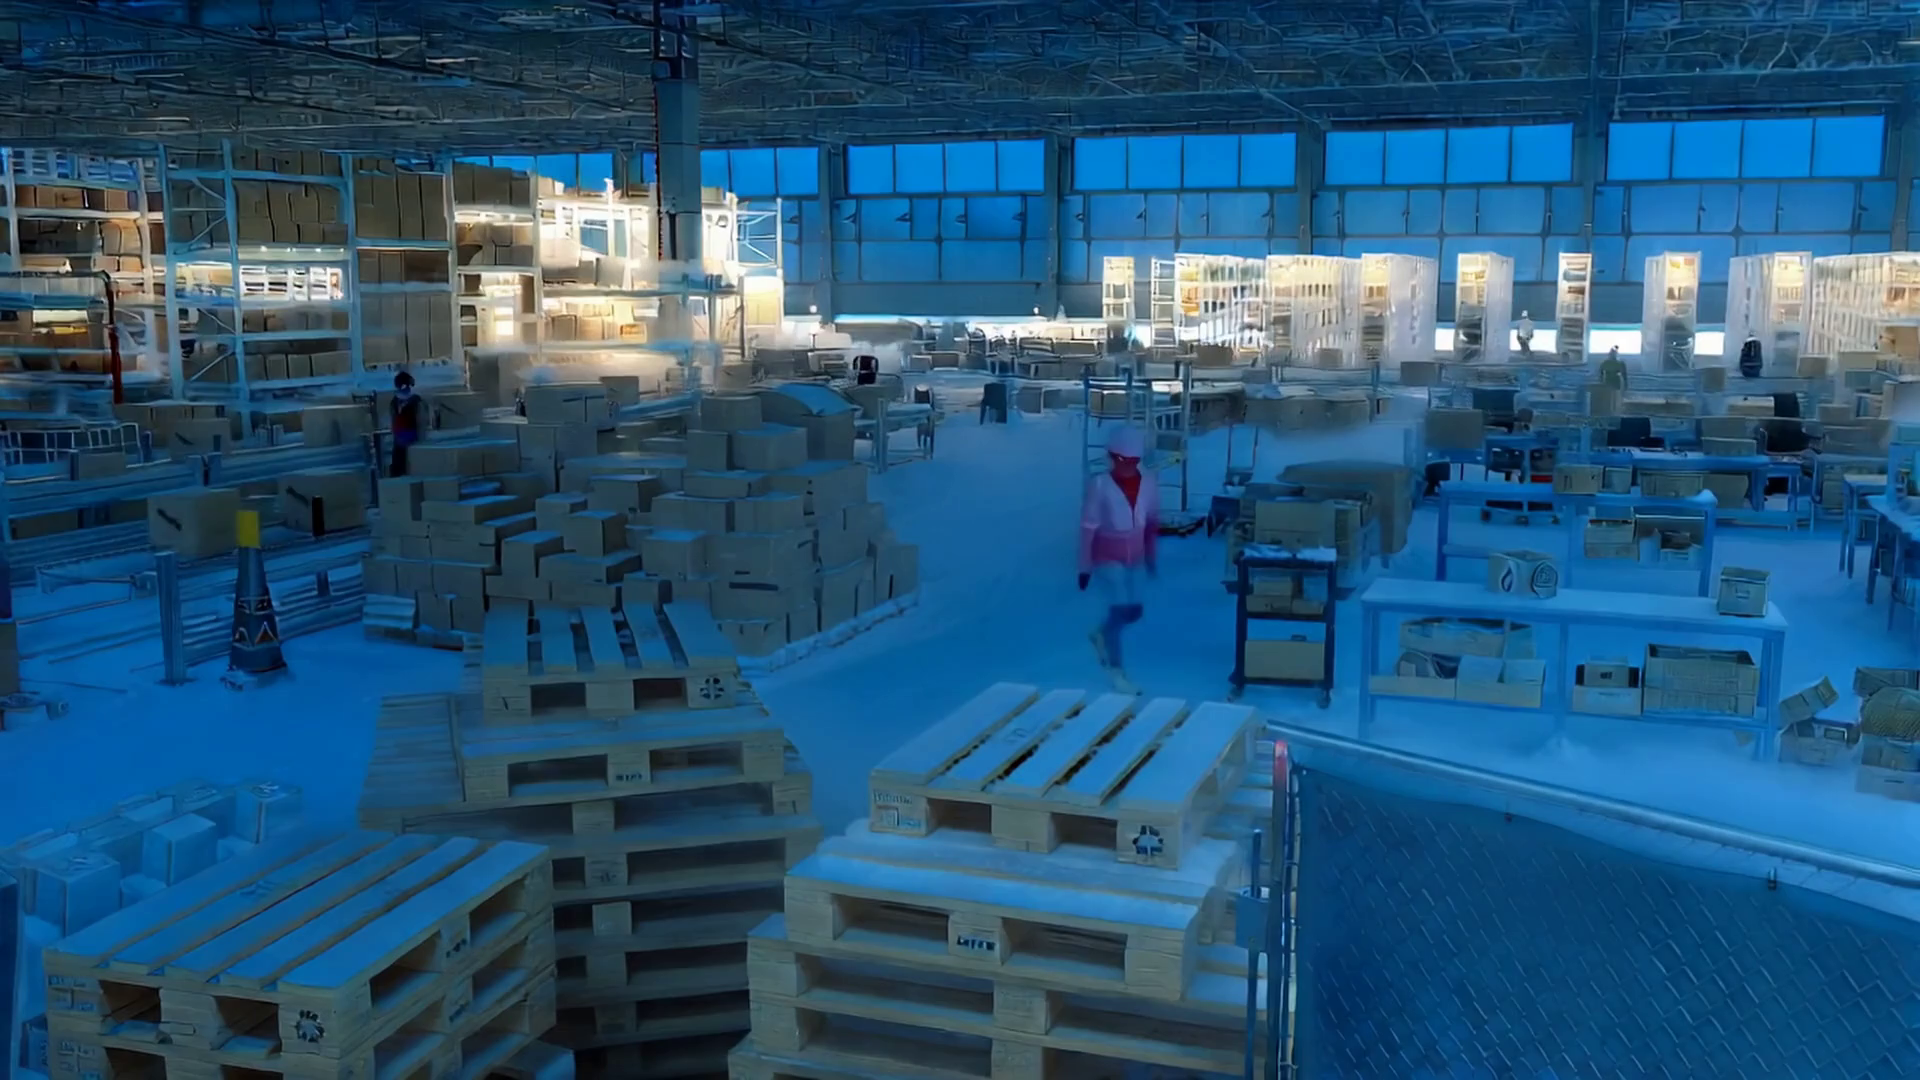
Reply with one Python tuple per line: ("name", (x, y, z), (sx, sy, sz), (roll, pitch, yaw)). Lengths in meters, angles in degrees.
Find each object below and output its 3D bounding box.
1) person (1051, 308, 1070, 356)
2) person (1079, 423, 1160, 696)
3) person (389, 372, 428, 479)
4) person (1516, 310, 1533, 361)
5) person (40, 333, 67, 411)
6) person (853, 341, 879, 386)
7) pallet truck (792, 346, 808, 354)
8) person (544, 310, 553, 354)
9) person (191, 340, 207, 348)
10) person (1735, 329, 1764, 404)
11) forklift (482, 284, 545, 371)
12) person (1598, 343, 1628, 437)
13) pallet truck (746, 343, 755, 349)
("person", (3.232, -6.459, 53.418), (0.622, 1.992, 0.393), (2, 9, 11))
("person", (1.107, 0.121, 12.074), (0.637, 2.002, 0.834), (-5, 10, -29))
("person", (-7.109, -1.232, 21.218), (0.626, 1.788, 0.890), (4, 10, 22))
("person", (19.553, -7.025, 57.486), (0.659, 1.827, 0.475), (-3, 10, -20))
("person", (-18.484, -3.272, 33.764), (0.831, 1.882, 0.640), (3, 10, 20))
("person", (-1.940, -3.279, 34.474), (0.540, 1.657, 0.828), (0, 9, -1))
("pallet truck", (-3.705, -4.298, 42.022), (0.653, 1.274, 1.630), (3, 10, 20))
("person", (-14.472, -7.135, 58.163), (0.619, 1.838, 0.430), (-4, 10, -25))
("person", (-23.758, -6.059, 52.085), (0.541, 1.615, 0.649), (3, 10, 20))
("person", (18.533, -4.052, 38.971), (0.596, 1.792, 0.922), (-5, 11, -31))
("forklift", (-10.832, -4.702, 39.610), (1.129, 2.768, 1.873), (3, 10, 20))
("person", (12.198, -2.785, 31.065), (0.534, 1.767, 0.319), (8, 12, 40))
("pallet truck", (-6.183, -4.618, 44.264), (1.601, 1.201, 0.680), (-9, 12, -43))
